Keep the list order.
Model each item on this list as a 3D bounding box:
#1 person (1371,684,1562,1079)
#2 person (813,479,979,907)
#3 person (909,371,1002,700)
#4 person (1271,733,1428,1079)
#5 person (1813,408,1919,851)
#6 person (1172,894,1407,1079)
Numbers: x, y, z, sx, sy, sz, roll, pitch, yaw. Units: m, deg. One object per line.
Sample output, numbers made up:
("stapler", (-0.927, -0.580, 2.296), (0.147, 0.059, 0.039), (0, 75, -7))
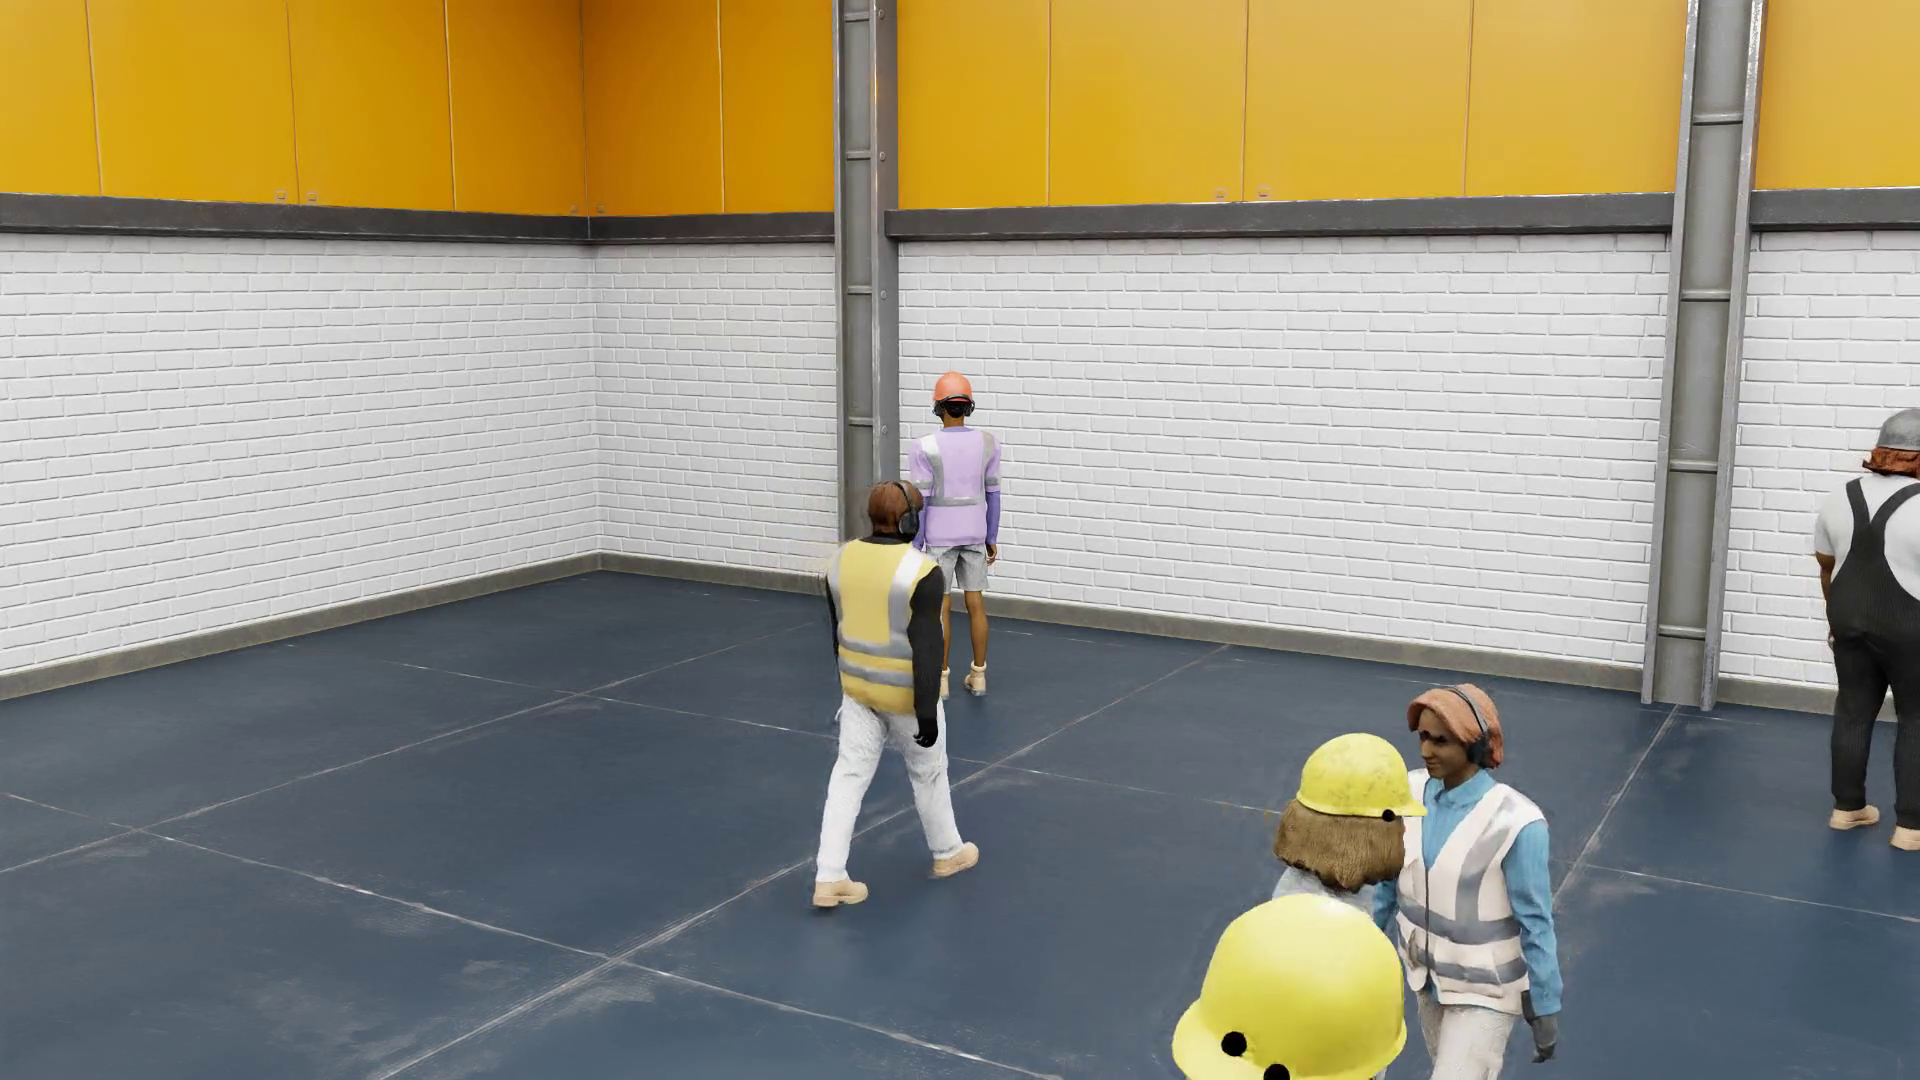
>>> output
("person", (1.193, 1.166, 4.269), (0.809, 1.598, 0.548), (-5, 10, -26))
("person", (-0.295, 0.633, 7.058), (0.639, 1.797, 0.945), (7, 11, 36))
("person", (-0.042, -0.023, 10.359), (0.608, 2.044, 0.371), (-4, 10, -22))
("person", (0.818, 1.239, 3.457), (0.742, 1.711, 0.503), (0, 9, 2))
("person", (4.361, 0.394, 7.760), (0.537, 2.000, 0.686), (-5, 10, -27))
("person", (0.417, 1.361, 2.127), (0.377, 1.913, 0.623), (-2, 9, -10))
